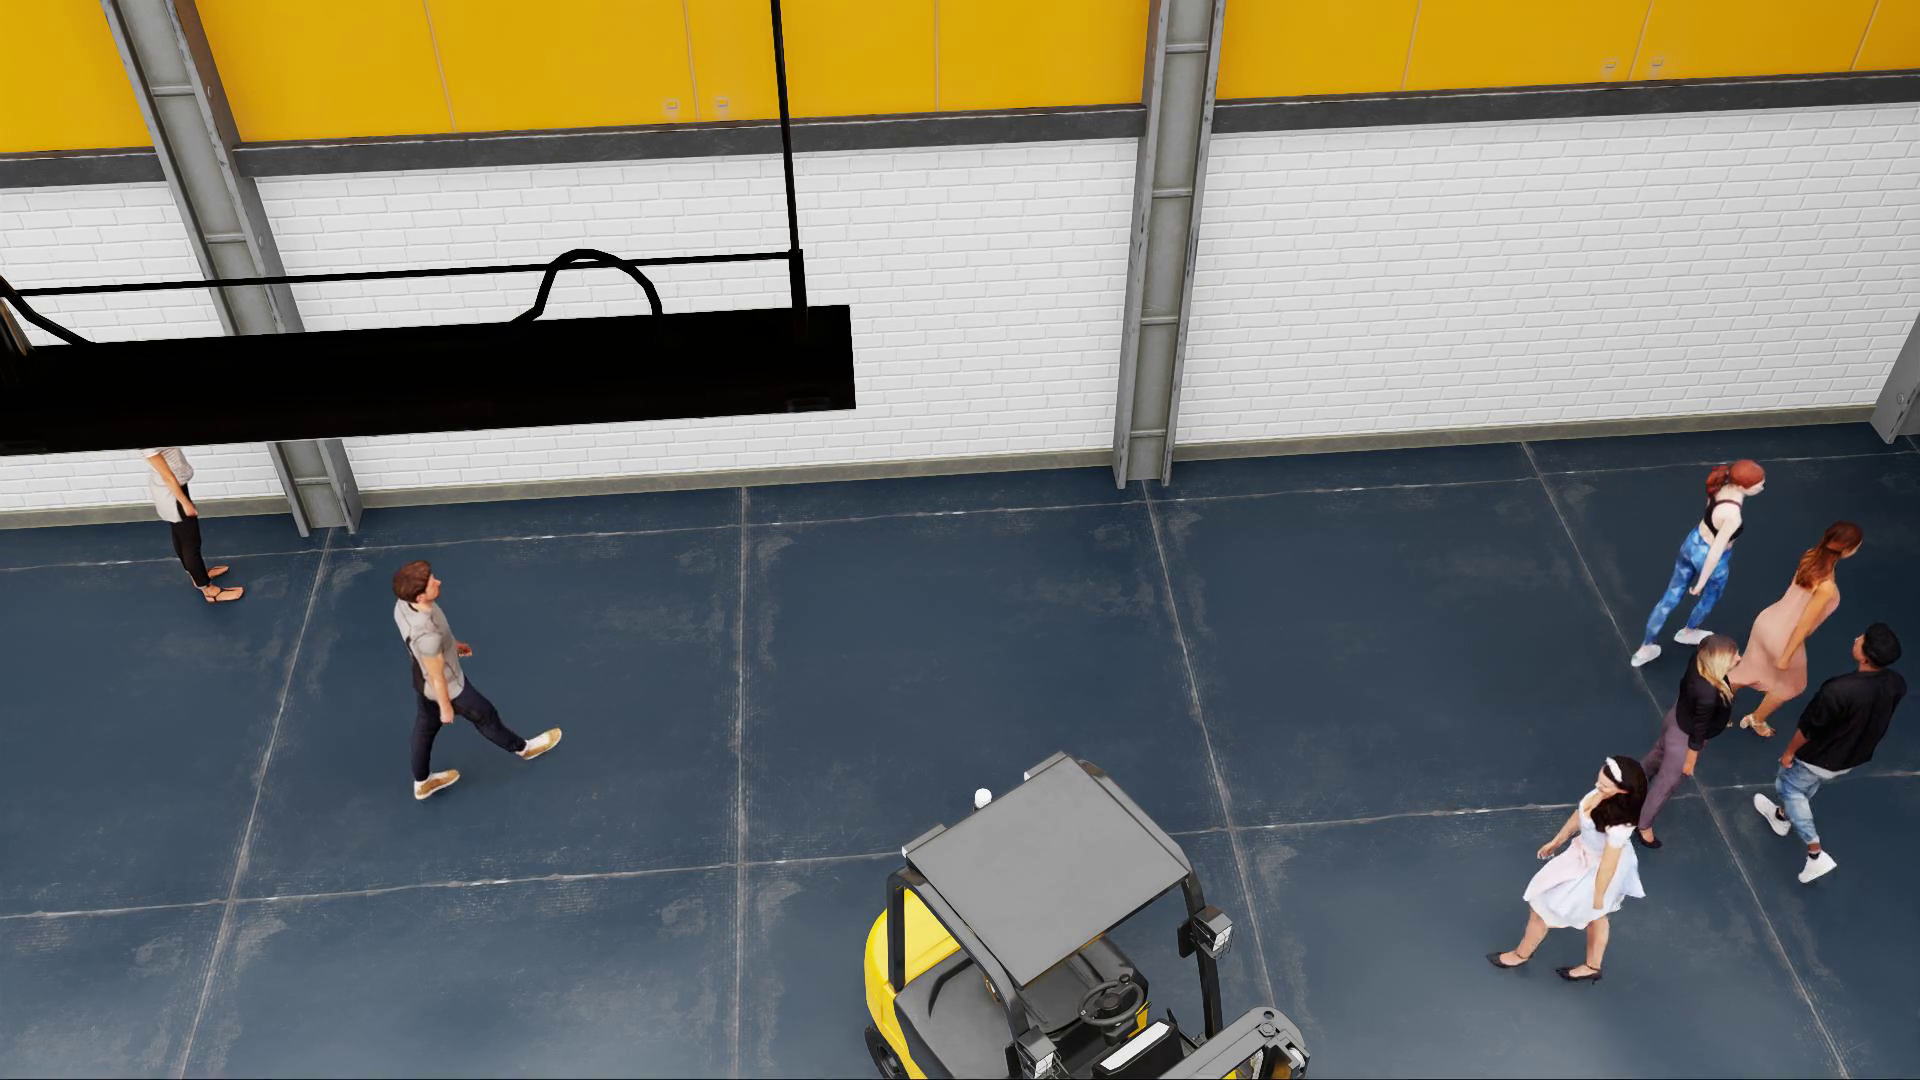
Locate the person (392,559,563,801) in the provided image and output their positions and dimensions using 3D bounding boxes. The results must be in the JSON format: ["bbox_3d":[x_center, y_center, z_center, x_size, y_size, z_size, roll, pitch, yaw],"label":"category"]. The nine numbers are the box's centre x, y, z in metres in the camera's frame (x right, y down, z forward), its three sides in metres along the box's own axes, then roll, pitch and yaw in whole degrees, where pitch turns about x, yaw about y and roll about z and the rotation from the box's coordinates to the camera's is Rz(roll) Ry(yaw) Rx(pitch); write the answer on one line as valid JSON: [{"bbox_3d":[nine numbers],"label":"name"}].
[{"bbox_3d":[-3.143,0.870,9.812,1.274,1.848,1.021,-24,48,-23],"label":"person"}]

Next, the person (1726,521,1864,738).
[{"bbox_3d":[4.920,0.592,10.135,0.738,1.804,0.686,4,44,4],"label":"person"}]

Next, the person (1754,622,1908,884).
[{"bbox_3d":[5.002,1.237,9.469,0.971,1.789,0.859,-10,45,-10],"label":"person"}]

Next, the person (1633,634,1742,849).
[{"bbox_3d":[4.174,1.148,9.648,0.615,1.671,0.652,7,44,8],"label":"person"}]

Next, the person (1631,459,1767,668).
[{"bbox_3d":[4.667,0.186,10.598,0.911,1.752,0.627,-11,45,-11],"label":"person"}]

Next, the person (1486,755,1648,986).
[{"bbox_3d":[3.469,1.794,8.895,1.002,1.775,0.854,14,45,14],"label":"person"}]

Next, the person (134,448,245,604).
[{"bbox_3d":[-5.262,-0.320,11.077,0.695,1.826,0.688,-26,49,-24],"label":"person"}]
